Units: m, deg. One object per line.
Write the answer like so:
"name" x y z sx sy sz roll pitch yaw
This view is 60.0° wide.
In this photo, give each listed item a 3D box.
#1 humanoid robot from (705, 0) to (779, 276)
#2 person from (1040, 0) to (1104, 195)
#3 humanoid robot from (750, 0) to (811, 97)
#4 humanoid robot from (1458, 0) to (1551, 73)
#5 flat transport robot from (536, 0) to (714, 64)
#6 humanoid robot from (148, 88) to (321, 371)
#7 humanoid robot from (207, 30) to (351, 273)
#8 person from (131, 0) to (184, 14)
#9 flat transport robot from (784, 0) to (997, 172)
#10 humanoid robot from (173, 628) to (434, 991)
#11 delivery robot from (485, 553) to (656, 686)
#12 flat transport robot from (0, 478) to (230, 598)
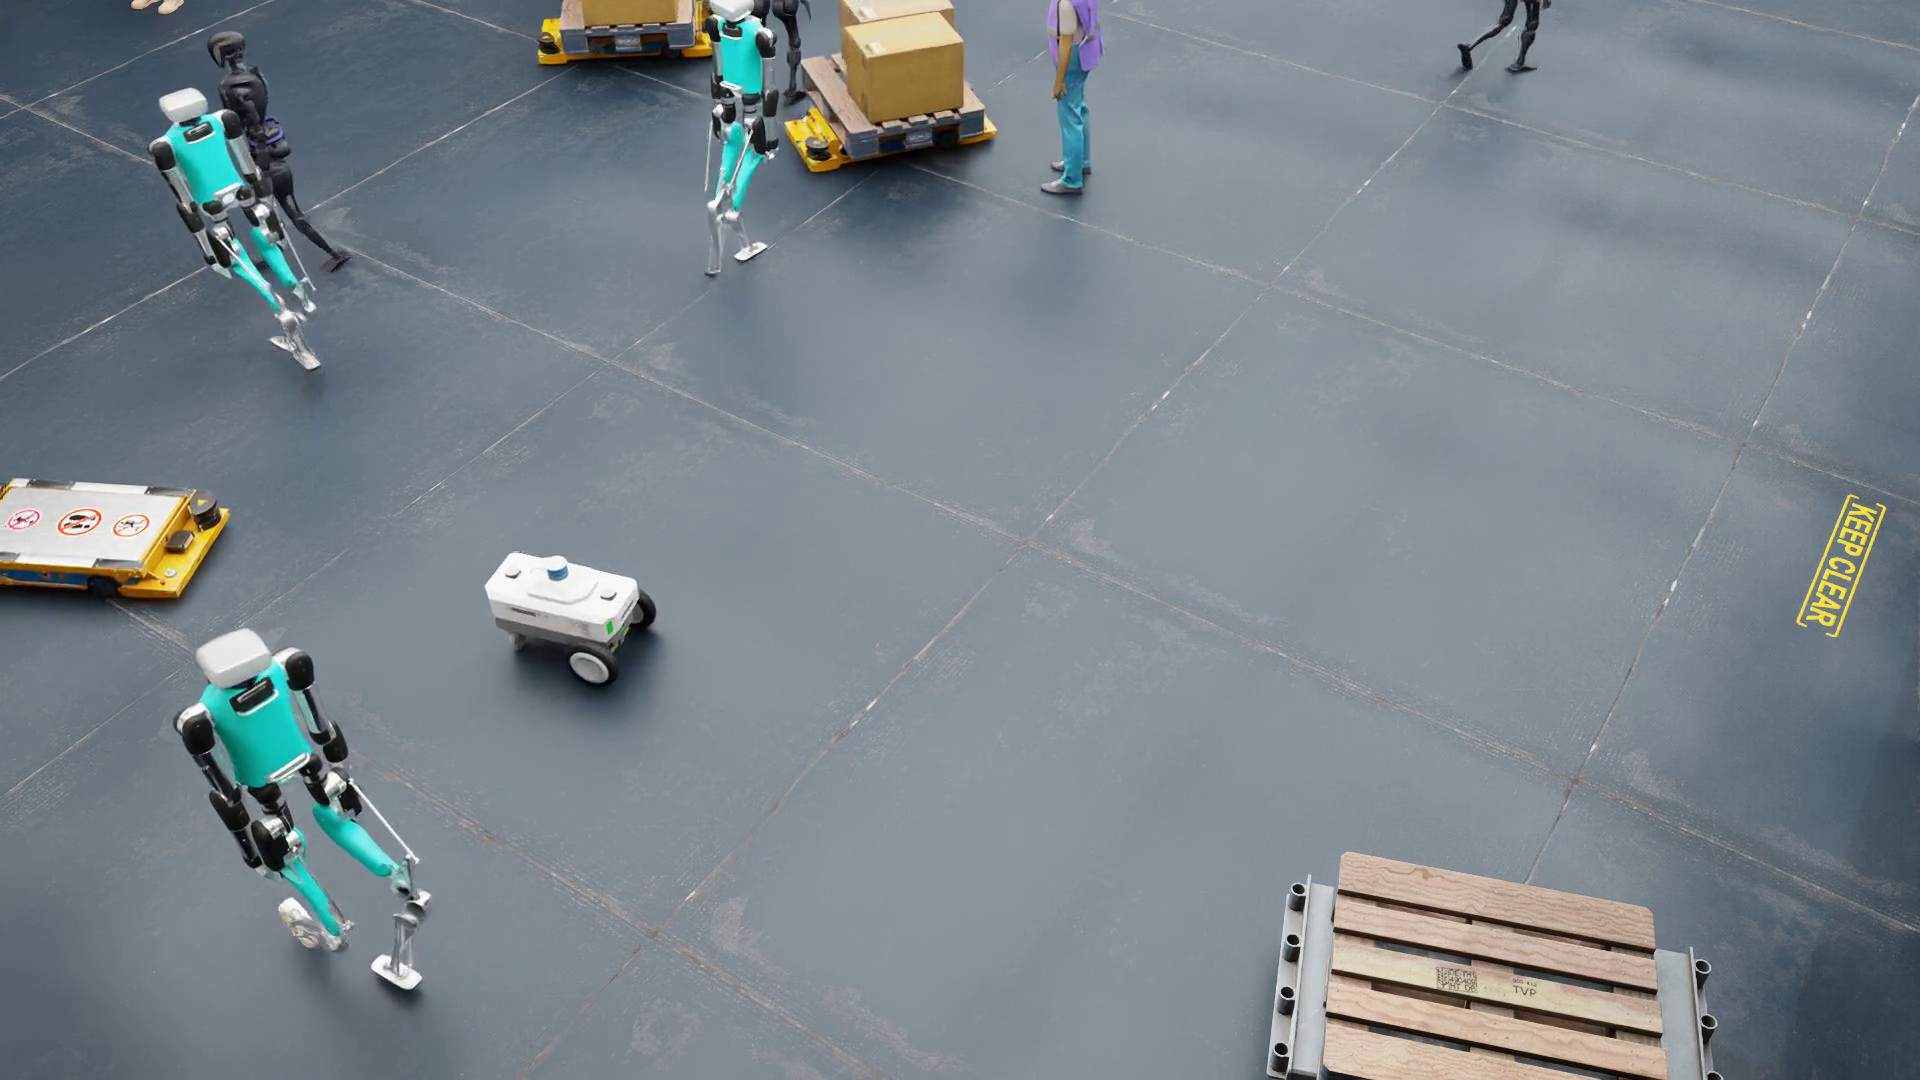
"humanoid robot" -1.498 -2.447 10.498 0.547 1.895 0.771 27 48 27
"person" 0.757 -3.214 11.206 0.406 1.834 0.560 10 43 11
"humanoid robot" -1.401 -4.060 12.270 0.614 1.655 0.304 9 43 10
"humanoid robot" 4.241 -4.313 12.560 0.616 1.631 0.610 -11 43 -12
"flat transport robot" -2.638 -4.075 13.339 1.431 0.231 0.659 -4 42 -5
"humanoid robot" -4.026 -1.656 9.553 0.828 1.777 0.549 30 50 29
"humanoid robot" -4.350 -2.399 10.432 0.621 1.663 0.601 -18 45 -19
"person" -6.718 -5.133 13.419 0.468 1.741 0.321 15 44 16
"flat transport robot" -0.510 -3.042 12.184 1.431 0.231 0.659 -15 44 -16
"humanoid robot" -2.428 1.147 6.392 0.958 1.726 0.541 29 49 28
"delivery robot" -1.926 0.324 8.193 0.744 0.582 0.518 12 43 13
"flat transport robot" -4.700 -0.012 8.793 1.431 0.231 0.659 4 42 4
